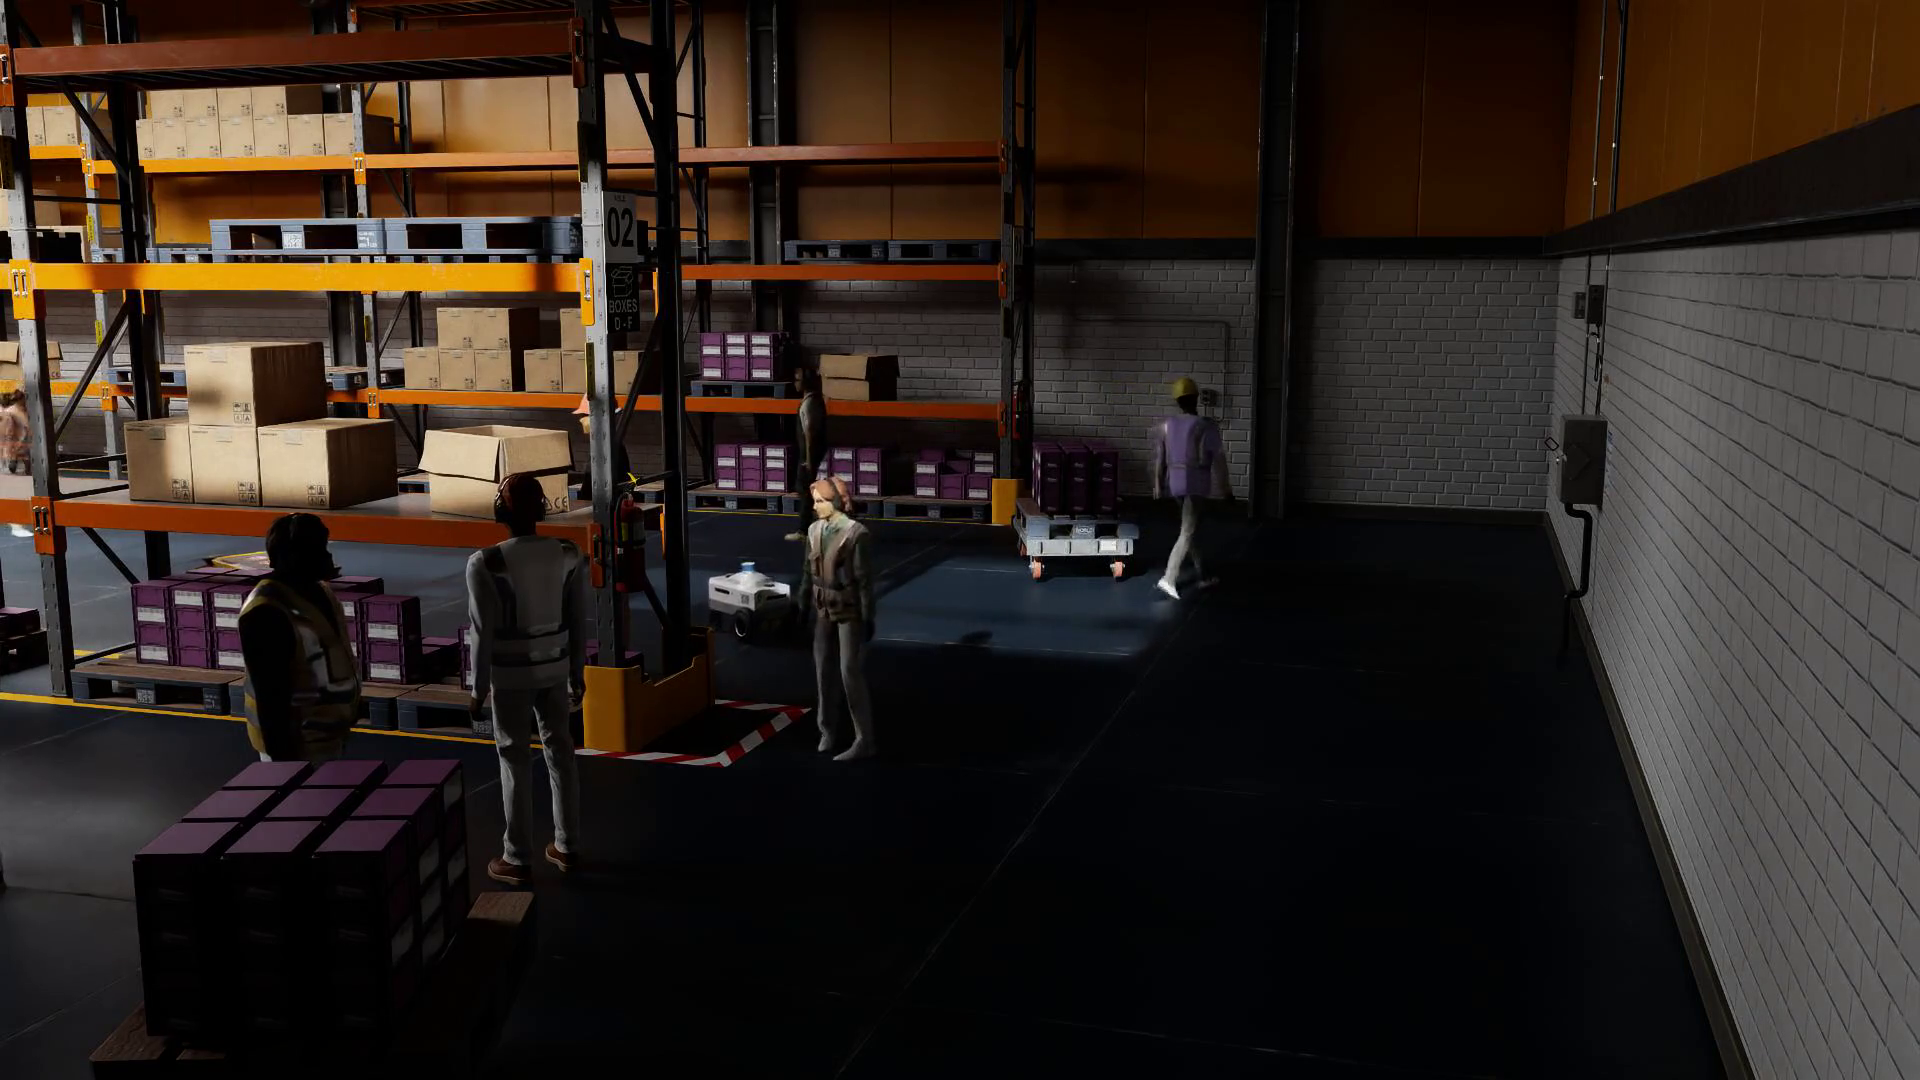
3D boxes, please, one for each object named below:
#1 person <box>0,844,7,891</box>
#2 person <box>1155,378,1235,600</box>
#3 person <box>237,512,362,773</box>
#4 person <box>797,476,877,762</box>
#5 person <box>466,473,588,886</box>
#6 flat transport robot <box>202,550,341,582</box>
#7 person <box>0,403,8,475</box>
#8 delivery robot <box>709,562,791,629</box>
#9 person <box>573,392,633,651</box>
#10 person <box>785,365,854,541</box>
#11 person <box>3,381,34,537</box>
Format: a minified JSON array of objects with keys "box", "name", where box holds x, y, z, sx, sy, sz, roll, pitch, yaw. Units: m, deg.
[{"box":[-4.510,0.688,7.423,0.404,1.827,0.601,-5,11,-29],"name":"person"},{"box":[1.940,-0.447,14.234,0.617,1.869,1.007,8,13,42],"name":"person"},{"box":[-2.627,0.801,6.702,0.430,1.845,0.624,0,9,-1],"name":"person"},{"box":[-0.686,0.441,9.564,0.332,1.625,0.532,-9,13,-43],"name":"person"},{"box":[-1.971,0.632,7.602,0.584,1.882,0.349,-8,13,-42],"name":"person"},{"box":[-6.077,0.276,14.674,1.431,0.197,0.652,8,13,42],"name":"flat transport robot"},{"box":[-10.847,-1.077,18.321,0.921,1.785,0.681,-5,10,-27],"name":"person"},{"box":[-1.607,0.414,12.688,0.477,0.478,0.707,-8,13,-42],"name":"delivery robot"},{"box":[-2.420,-0.040,11.361,0.377,1.995,0.608,-1,9,-8],"name":"person"},{"box":[-1.463,-0.881,16.995,0.614,1.827,0.532,1,9,8],"name":"person"},{"box":[-9.803,-0.846,17.383,0.412,1.625,0.556,1,9,4],"name":"person"}]
